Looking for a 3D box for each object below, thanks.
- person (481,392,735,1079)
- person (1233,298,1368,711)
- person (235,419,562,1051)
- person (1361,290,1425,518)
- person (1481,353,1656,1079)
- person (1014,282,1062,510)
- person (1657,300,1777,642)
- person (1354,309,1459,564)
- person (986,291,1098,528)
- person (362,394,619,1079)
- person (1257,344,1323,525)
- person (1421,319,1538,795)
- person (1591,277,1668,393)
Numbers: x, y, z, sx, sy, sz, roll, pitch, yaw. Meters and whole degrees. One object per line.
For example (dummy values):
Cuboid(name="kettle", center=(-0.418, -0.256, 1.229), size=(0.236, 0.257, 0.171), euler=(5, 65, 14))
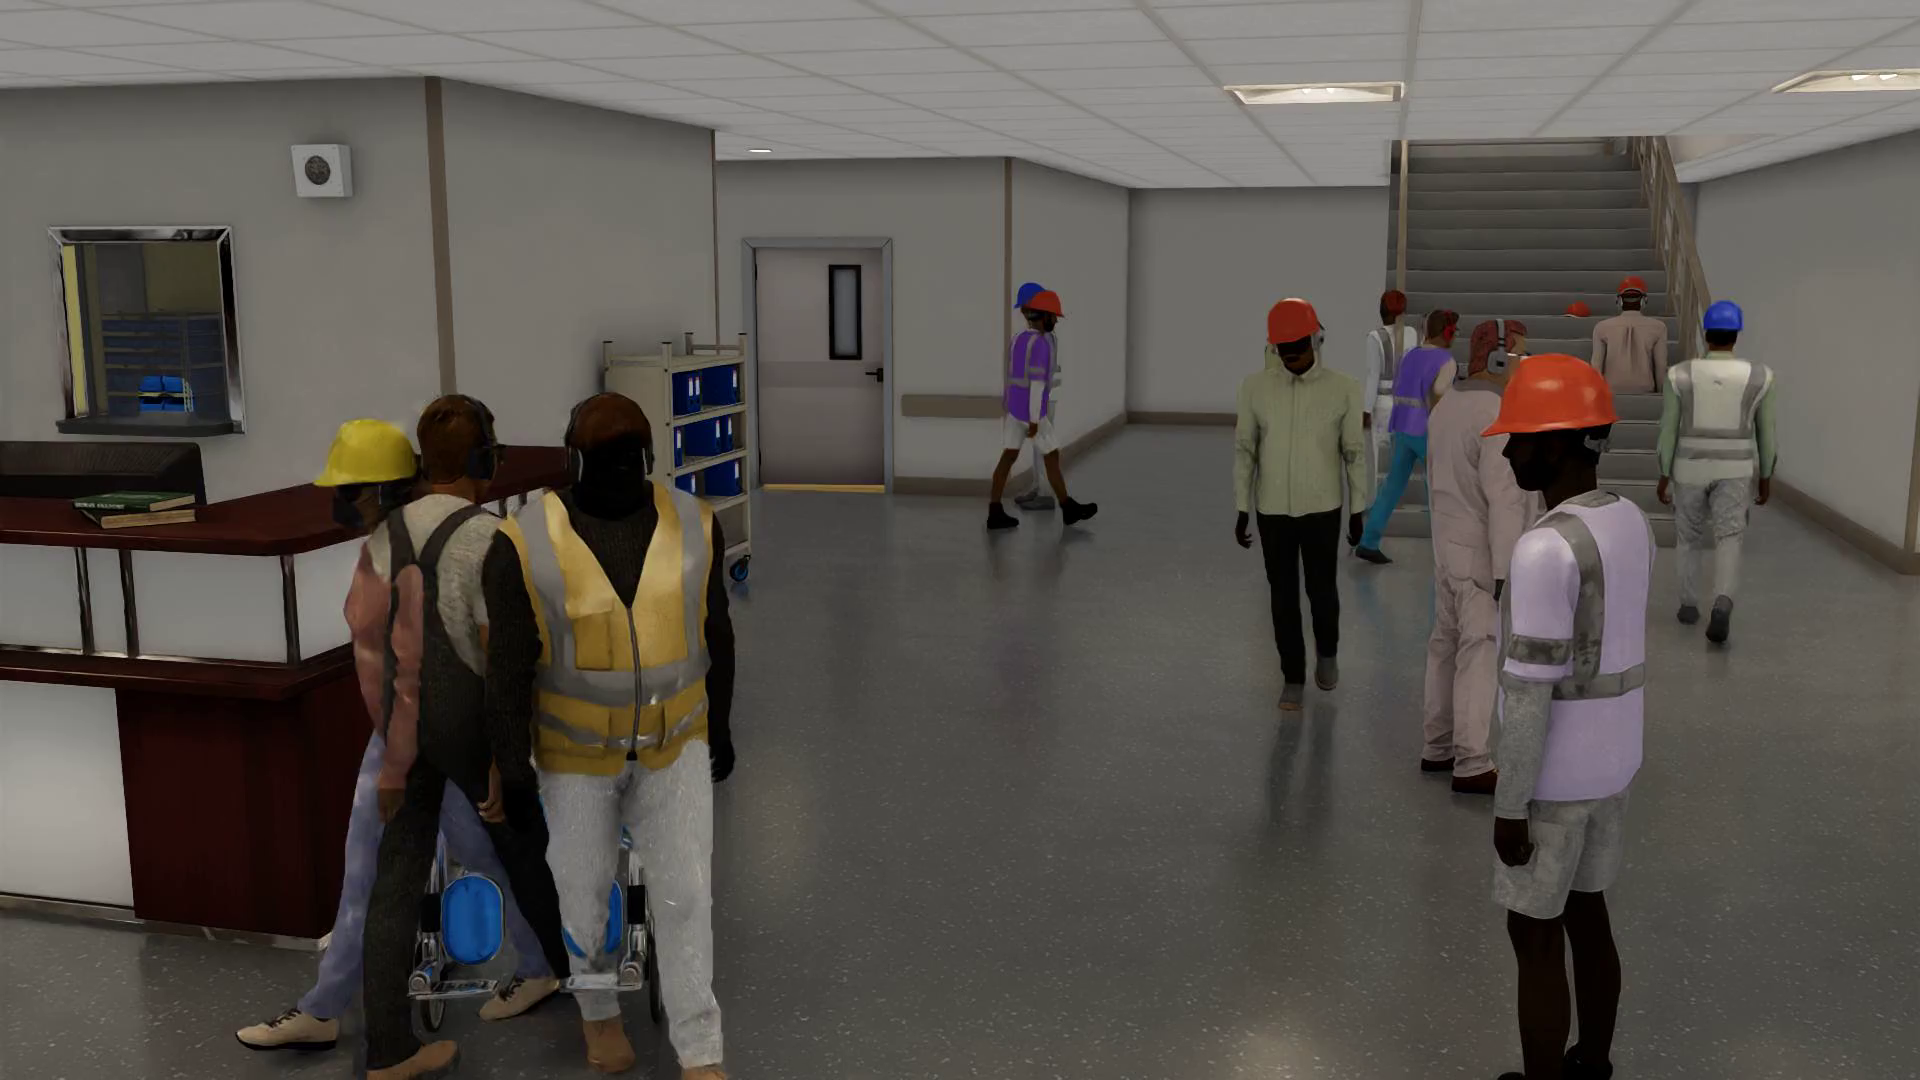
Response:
Cuboid(name="person", center=(-0.829, 0.547, 4.160), size=(0.658, 1.810, 0.850), euler=(-4, 10, -23))
Cuboid(name="person", center=(1.613, -0.163, 7.908), size=(0.615, 1.964, 0.499), euler=(3, 10, 19))
Cuboid(name="person", center=(-1.493, 0.534, 4.492), size=(0.895, 1.721, 0.544), euler=(-7, 12, -36))
Cuboid(name="person", center=(3.549, -1.106, 13.682), size=(0.584, 1.882, 0.337), euler=(-5, 11, -27))
Cuboid(name="person", center=(1.397, 0.526, 3.949), size=(0.390, 1.929, 0.545), euler=(9, 13, 44))
Cuboid(name="person", center=(0.660, -1.222, 14.210), size=(0.415, 1.937, 0.605), euler=(-1, 10, -4))
Cuboid(name="person", center=(4.288, -0.398, 9.440), size=(0.624, 1.920, 0.904), euler=(4, 10, 22))
Cuboid(name="person", center=(3.218, -0.710, 11.642), size=(0.943, 1.792, 0.561), euler=(-4, 10, -23))
Cuboid(name="person", center=(0.633, -1.030, 13.241), size=(0.992, 1.872, 0.578), euler=(-4, 10, -23))
Cuboid(name="person", center=(-1.314, 0.506, 4.476), size=(0.518, 1.783, 0.972), euler=(4, 10, 21))
Cuboid(name="person", center=(2.622, -1.006, 13.298), size=(0.589, 1.823, 0.404), euler=(-8, 12, -38))
Cuboid(name="person", center=(2.123, 0.064, 6.734), size=(0.403, 1.904, 0.651), euler=(-1, 10, -7))
Cuboid(name="person", center=(5.669, -1.234, 14.134), size=(0.608, 1.987, 0.388), euler=(4, 10, 20))
